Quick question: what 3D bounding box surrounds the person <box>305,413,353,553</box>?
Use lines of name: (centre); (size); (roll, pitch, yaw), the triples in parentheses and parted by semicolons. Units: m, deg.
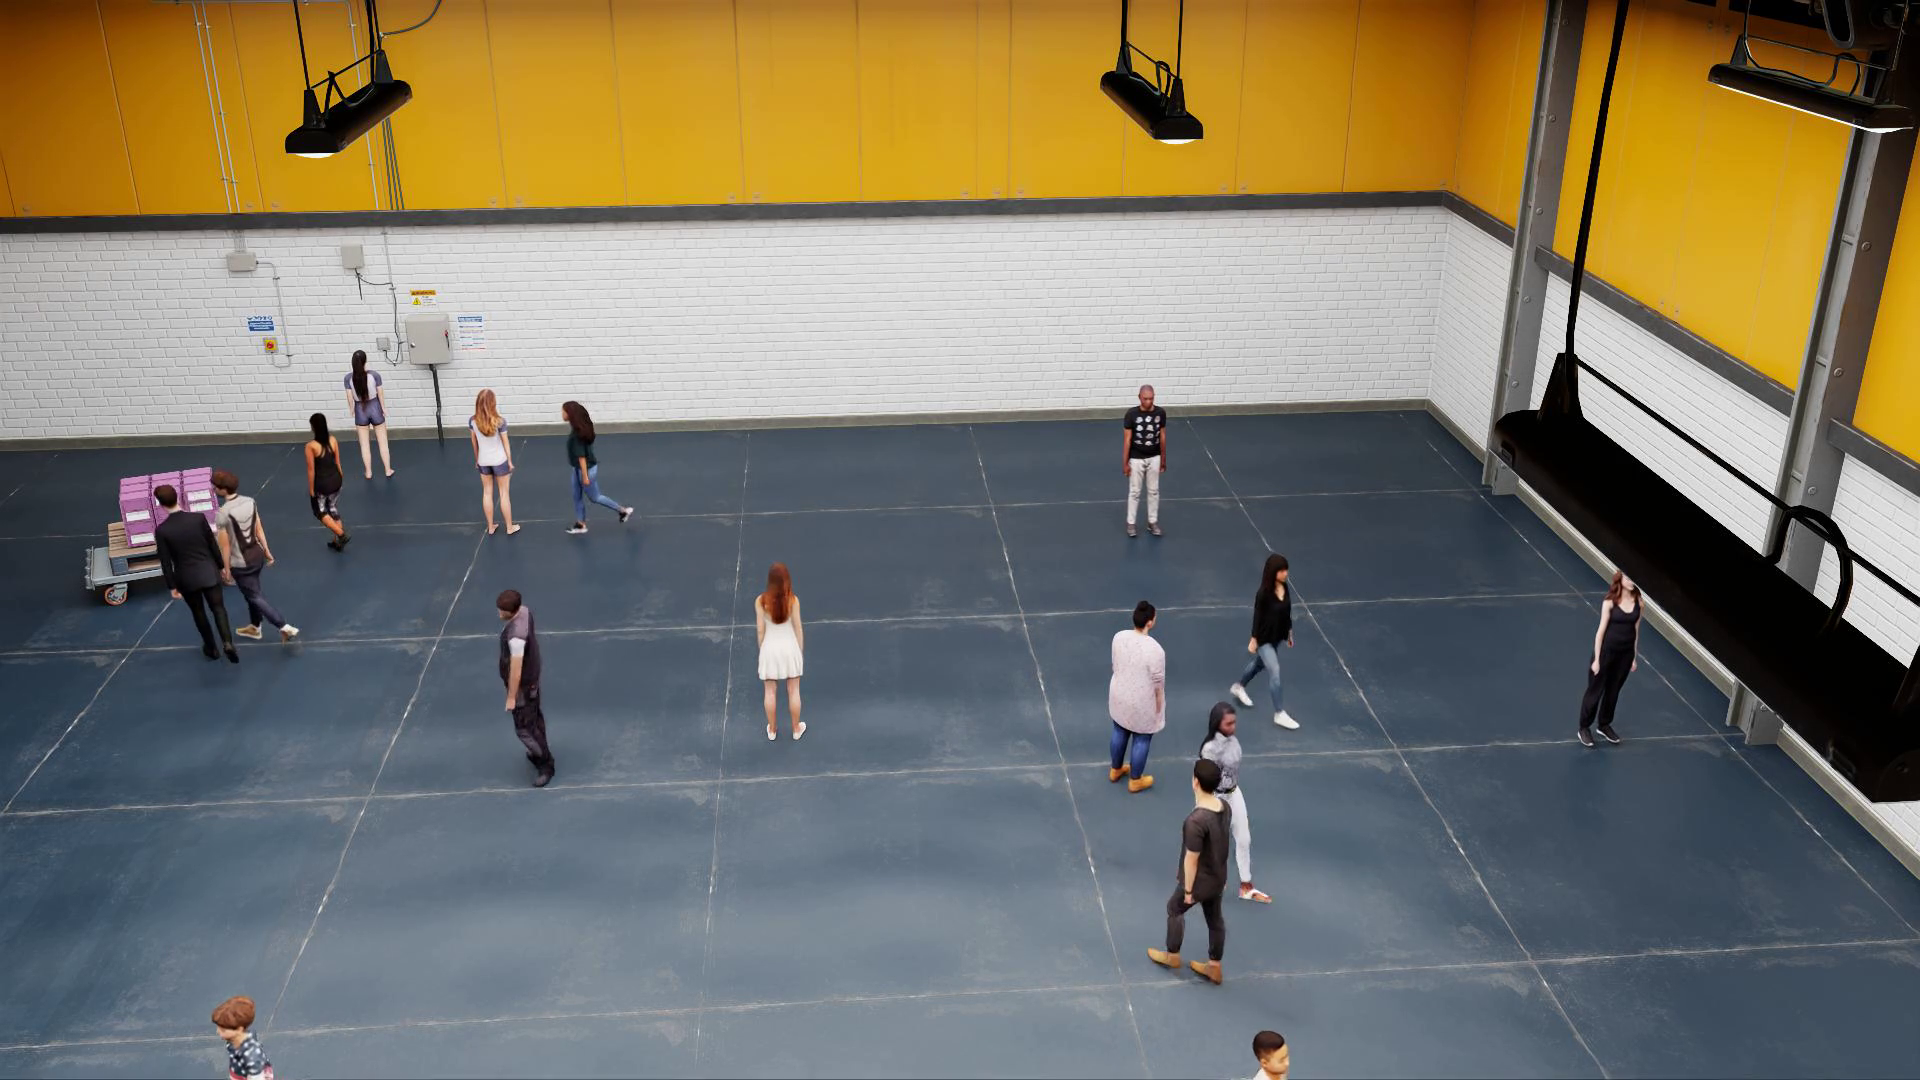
person: (-6.988, -0.613, 18.454); (0.835, 1.652, 0.783); (13, 27, 28)

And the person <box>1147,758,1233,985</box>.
person: (1.767, 2.360, 11.616); (0.866, 1.682, 0.942); (-21, 31, -39)

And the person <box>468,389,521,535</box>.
person: (-5.339, -0.892, 18.991); (0.645, 1.732, 0.617); (4, 24, 8)

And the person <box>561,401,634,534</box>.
person: (-4.190, -0.801, 18.974); (0.672, 1.580, 0.946); (-2, 24, -5)

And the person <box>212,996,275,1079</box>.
person: (-4.093, 3.290, 9.837); (0.936, 1.404, 0.944); (-20, 30, -38)

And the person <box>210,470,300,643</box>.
person: (-6.928, 0.218, 16.289); (1.043, 1.864, 1.154); (12, 26, 25)

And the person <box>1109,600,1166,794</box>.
person: (1.462, 1.299, 13.966); (0.789, 1.744, 0.859); (21, 31, 39)

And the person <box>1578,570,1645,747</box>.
person: (5.764, 0.983, 14.684); (0.595, 1.747, 0.545); (-5, 24, -11)

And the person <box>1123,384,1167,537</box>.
person: (2.105, -0.929, 18.990); (0.672, 1.801, 0.624); (-4, 24, -9)

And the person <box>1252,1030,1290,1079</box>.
person: (1.683, 3.406, 9.508); (0.800, 1.453, 0.752); (14, 27, 30)

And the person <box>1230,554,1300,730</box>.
person: (2.752, 0.864, 15.126); (0.991, 1.611, 1.107); (-21, 31, -39)

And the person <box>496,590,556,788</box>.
person: (-3.696, 1.169, 14.180); (0.859, 1.810, 0.541); (3, 24, 7)

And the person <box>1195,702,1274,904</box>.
person: (1.862, 1.950, 12.533); (1.015, 1.699, 0.973); (16, 28, 32)

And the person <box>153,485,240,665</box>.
person: (-7.286, 0.382, 15.928); (1.056, 1.852, 1.190); (-14, 27, -29)

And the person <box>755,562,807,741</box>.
person: (-1.594, 0.979, 14.736); (0.569, 1.713, 0.526); (-1, 24, -1)

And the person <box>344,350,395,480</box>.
person: (-7.331, -1.564, 20.630); (0.628, 1.650, 0.577); (-6, 24, -14)
